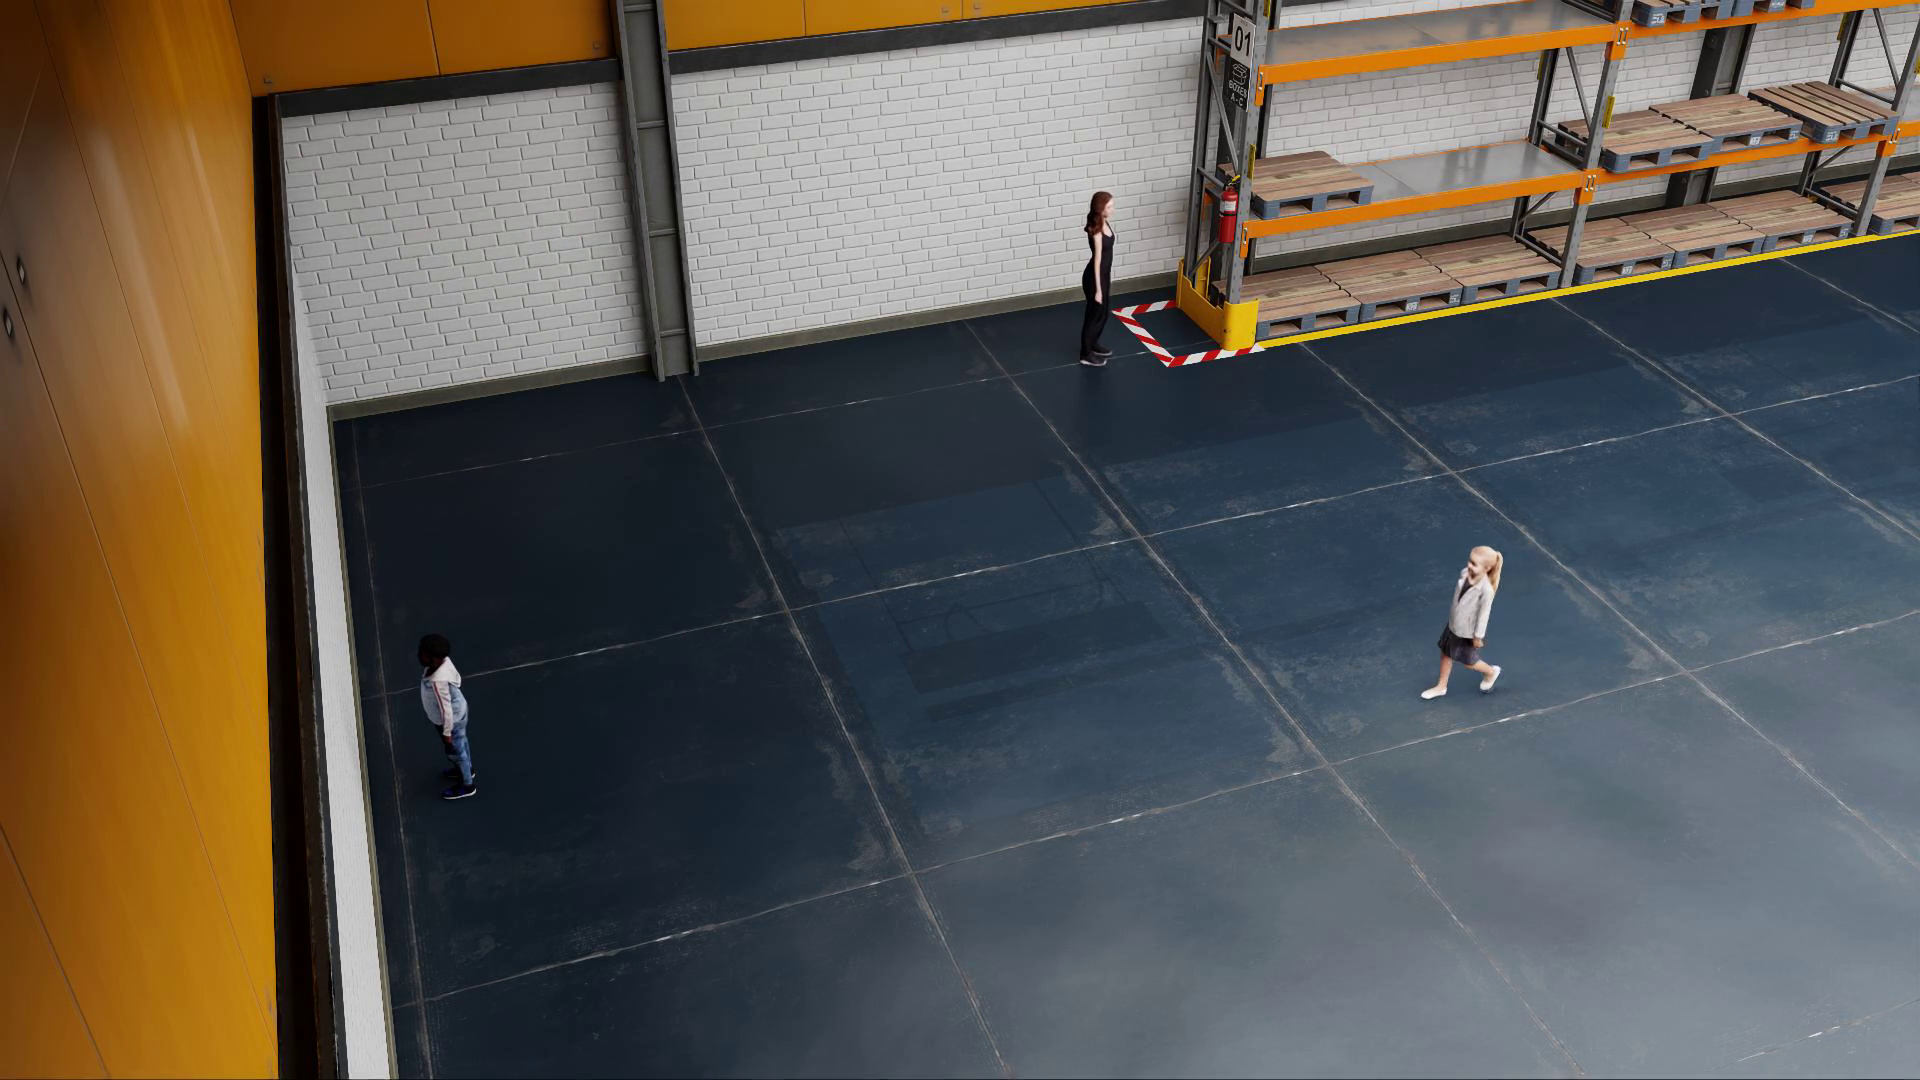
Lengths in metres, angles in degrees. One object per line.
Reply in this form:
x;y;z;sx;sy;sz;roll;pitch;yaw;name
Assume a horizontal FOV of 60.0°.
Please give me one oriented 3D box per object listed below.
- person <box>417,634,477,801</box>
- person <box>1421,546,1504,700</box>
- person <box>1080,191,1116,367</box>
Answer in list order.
-3.327;1.125;10.821;0.533;1.260;0.513;-5;34;-8;person
3.591;0.584;11.634;0.773;1.261;0.502;-11;35;-16;person
1.297;-2.499;15.839;0.699;1.742;0.671;9;35;13;person
